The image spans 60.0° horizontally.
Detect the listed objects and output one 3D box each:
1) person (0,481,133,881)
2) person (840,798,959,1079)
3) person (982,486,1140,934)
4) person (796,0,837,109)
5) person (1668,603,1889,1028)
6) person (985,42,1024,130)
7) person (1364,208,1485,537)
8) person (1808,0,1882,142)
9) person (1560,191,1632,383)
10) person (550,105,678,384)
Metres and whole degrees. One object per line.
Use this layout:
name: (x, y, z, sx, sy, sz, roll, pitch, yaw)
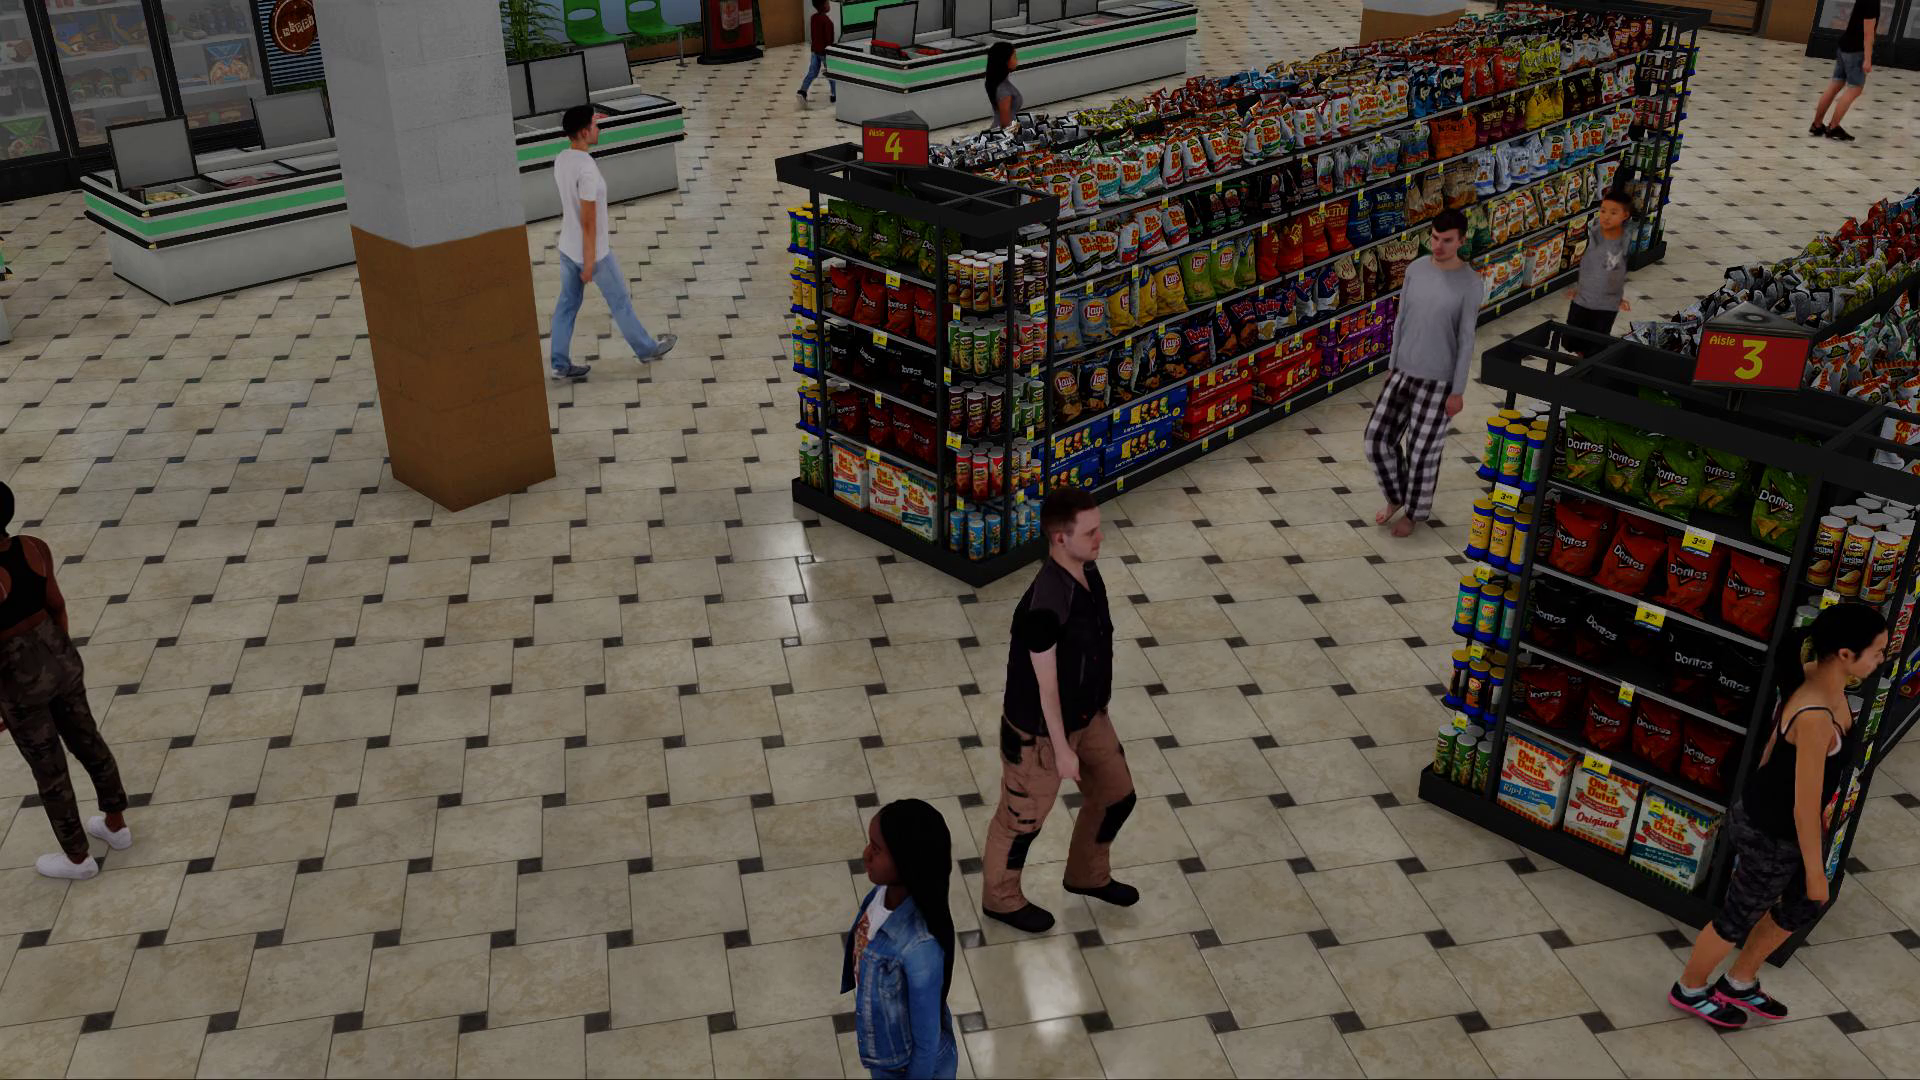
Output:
person: (-3.517, 0.528, 6.326, 0.707, 1.699, 0.588, 10, 29, 19)
person: (-0.135, 1.425, 4.541, 0.688, 1.713, 0.677, -6, 27, -11)
person: (0.255, 0.619, 6.011, 0.851, 1.822, 0.803, 14, 30, 26)
person: (-1.605, -5.487, 18.700, 0.522, 1.235, 0.870, 22, 34, 36)
person: (2.600, 0.939, 5.506, 0.703, 1.708, 0.618, 15, 30, 26)
person: (0.252, -3.096, 13.413, 1.127, 1.753, 0.863, -10, 28, -18)
person: (2.562, -0.914, 9.013, 0.658, 1.840, 0.617, 24, 35, 38)
person: (9.220, -5.046, 17.190, 0.884, 1.814, 0.776, 0, 27, -1)
person: (4.176, -1.624, 10.852, 0.681, 1.444, 0.912, 18, 32, 31)
person: (-2.556, -1.896, 10.977, 1.133, 1.815, 0.714, -22, 34, -36)
